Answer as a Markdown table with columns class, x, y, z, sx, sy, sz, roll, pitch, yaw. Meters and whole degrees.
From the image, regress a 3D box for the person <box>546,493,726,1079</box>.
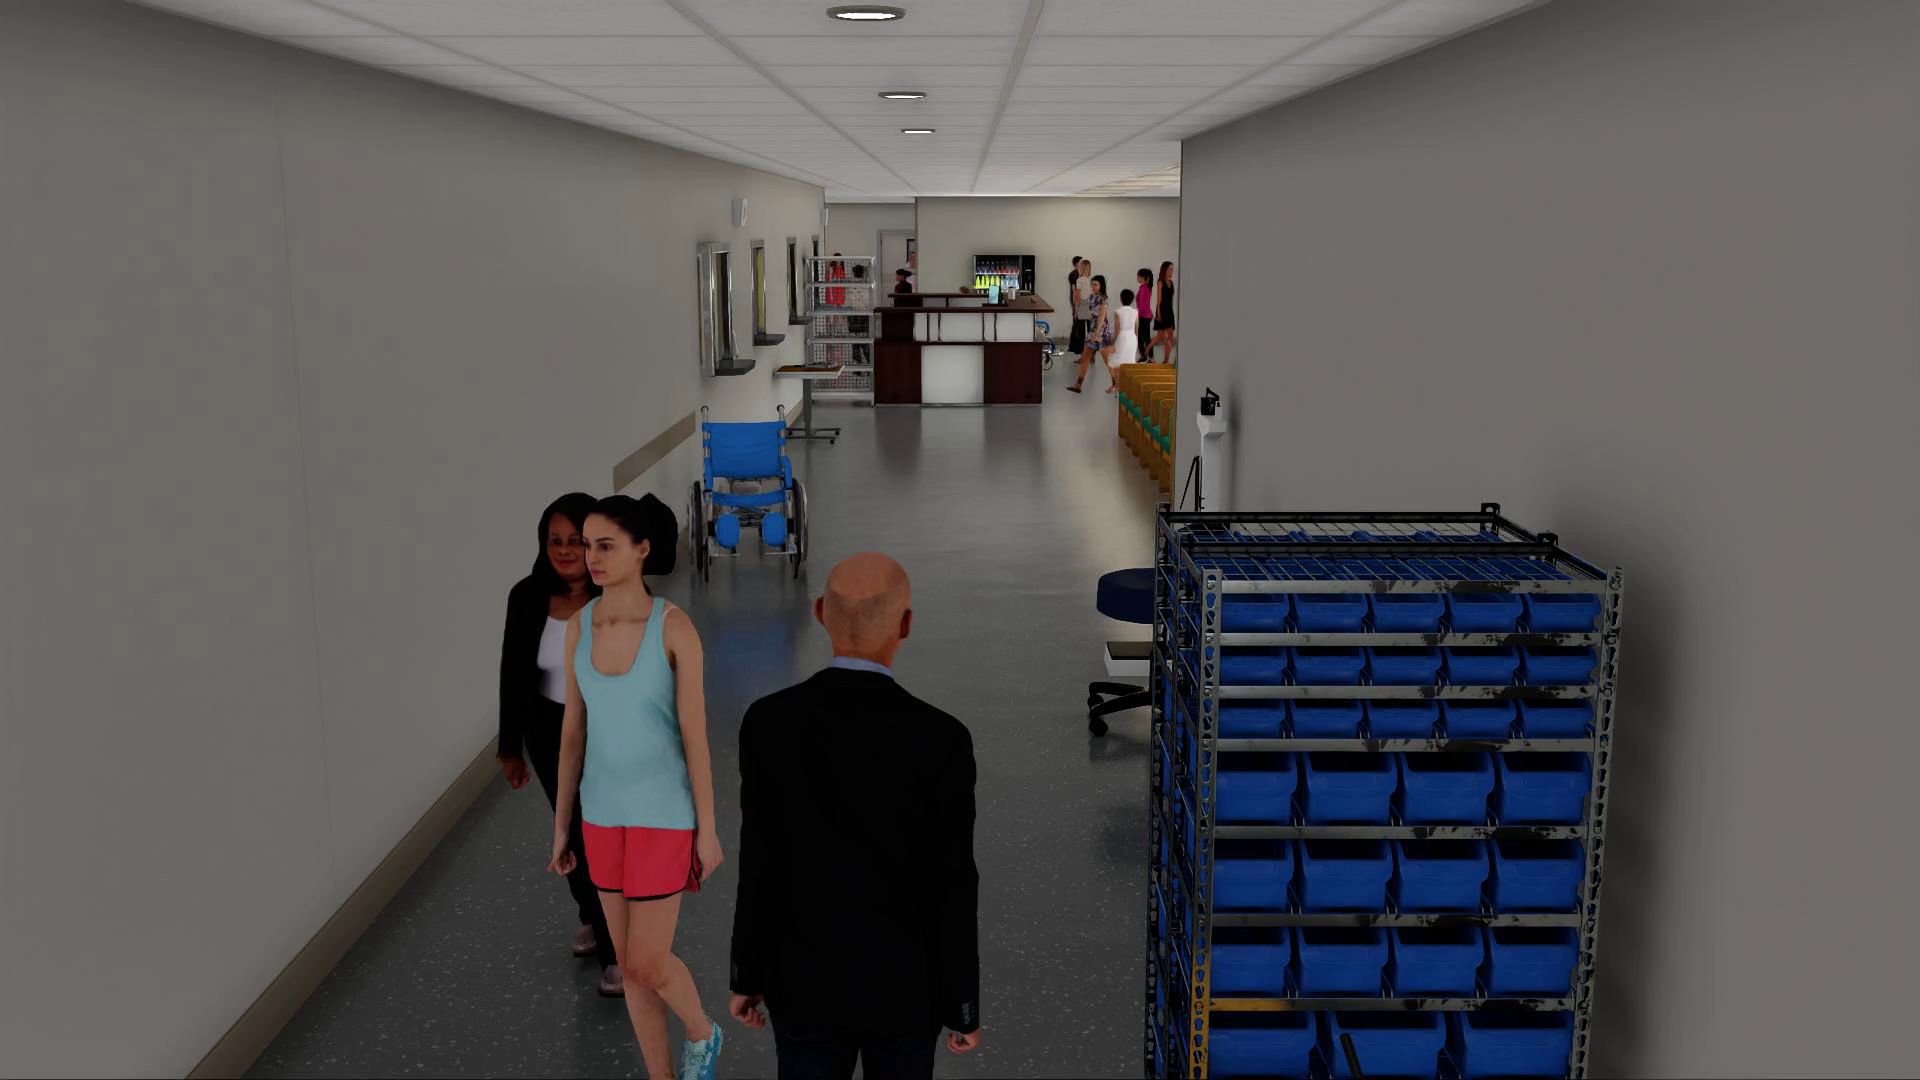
| class | x | y | z | sx | sy | sz | roll | pitch | yaw |
| --- | --- | --- | --- | --- | --- | --- | --- | --- | --- |
| person | -0.798 | 0.740 | 4.448 | 0.751 | 1.753 | 0.813 | 5 | 12 | 25 |

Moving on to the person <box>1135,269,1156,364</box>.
| class | x | y | z | sx | sy | sz | roll | pitch | yaw |
| --- | --- | --- | --- | --- | --- | --- | --- | --- | --- |
| person | 3.269 | -3.795 | 28.542 | 0.718 | 1.681 | 0.688 | 4 | 11 | 18 |

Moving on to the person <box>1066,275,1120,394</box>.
| class | x | y | z | sx | sy | sz | roll | pitch | yaw |
| --- | --- | --- | --- | --- | --- | --- | --- | --- | --- |
| person | 2.073 | -2.915 | 23.891 | 1.159 | 1.686 | 1.003 | -7 | 13 | -34 |

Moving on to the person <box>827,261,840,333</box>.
| class | x | y | z | sx | sy | sz | roll | pitch | yaw |
| --- | --- | --- | --- | --- | --- | --- | --- | --- | --- |
| person | -2.899 | -5.583 | 37.885 | 0.706 | 1.711 | 0.774 | 7 | 13 | 32 |

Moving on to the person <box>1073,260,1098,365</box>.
| class | x | y | z | sx | sy | sz | roll | pitch | yaw |
| --- | --- | --- | --- | --- | --- | --- | --- | --- | --- |
| person | 2.238 | -4.045 | 29.478 | 0.646 | 1.823 | 0.732 | -8 | 13 | -36 |

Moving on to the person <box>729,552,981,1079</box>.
| class | x | y | z | sx | sy | sz | roll | pitch | yaw |
| --- | --- | --- | --- | --- | --- | --- | --- | --- | --- |
| person | -0.234 | 0.928 | 3.385 | 0.998 | 1.781 | 0.835 | 2 | 11 | 8 |

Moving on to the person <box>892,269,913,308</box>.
| class | x | y | z | sx | sy | sz | roll | pitch | yaw |
| --- | --- | --- | --- | --- | --- | --- | --- | --- | --- |
| person | -0.987 | -4.156 | 30.631 | 1.017 | 1.612 | 0.916 | -8 | 14 | -38 |

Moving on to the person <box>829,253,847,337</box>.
| class | x | y | z | sx | sy | sz | roll | pitch | yaw |
| --- | --- | --- | --- | --- | --- | --- | --- | --- | --- |
| person | -2.701 | -5.403 | 36.624 | 0.647 | 1.828 | 0.719 | -10 | 14 | -41 |

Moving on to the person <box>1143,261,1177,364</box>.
| class | x | y | z | sx | sy | sz | roll | pitch | yaw |
| --- | --- | --- | --- | --- | --- | --- | --- | --- | --- |
| person | 3.308 | -3.679 | 27.564 | 0.953 | 1.818 | 0.894 | 10 | 15 | 43 |

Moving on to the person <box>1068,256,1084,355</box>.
| class | x | y | z | sx | sy | sz | roll | pitch | yaw |
| --- | --- | --- | --- | --- | --- | --- | --- | --- | --- |
| person | 2.238 | -4.513 | 31.851 | 0.821 | 1.858 | 0.815 | 3 | 11 | 17 |

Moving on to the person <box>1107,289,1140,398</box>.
| class | x | y | z | sx | sy | sz | roll | pitch | yaw |
| --- | --- | --- | --- | --- | --- | --- | --- | --- | --- |
| person | 2.332 | -2.706 | 23.168 | 0.638 | 1.545 | 0.732 | -4 | 11 | -19 |

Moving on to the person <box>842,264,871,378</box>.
| class | x | y | z | sx | sy | sz | roll | pitch | yaw |
| --- | --- | --- | --- | --- | --- | --- | --- | --- | --- |
| person | -1.617 | -3.497 | 26.669 | 0.829 | 1.794 | 0.851 | -3 | 11 | -17 |

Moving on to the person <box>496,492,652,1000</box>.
| class | x | y | z | sx | sy | sz | roll | pitch | yaw |
| --- | --- | --- | --- | --- | --- | --- | --- | --- | --- |
| person | -1.206 | 0.630 | 5.465 | 0.800 | 1.590 | 0.723 | 0 | 11 | -2 |
